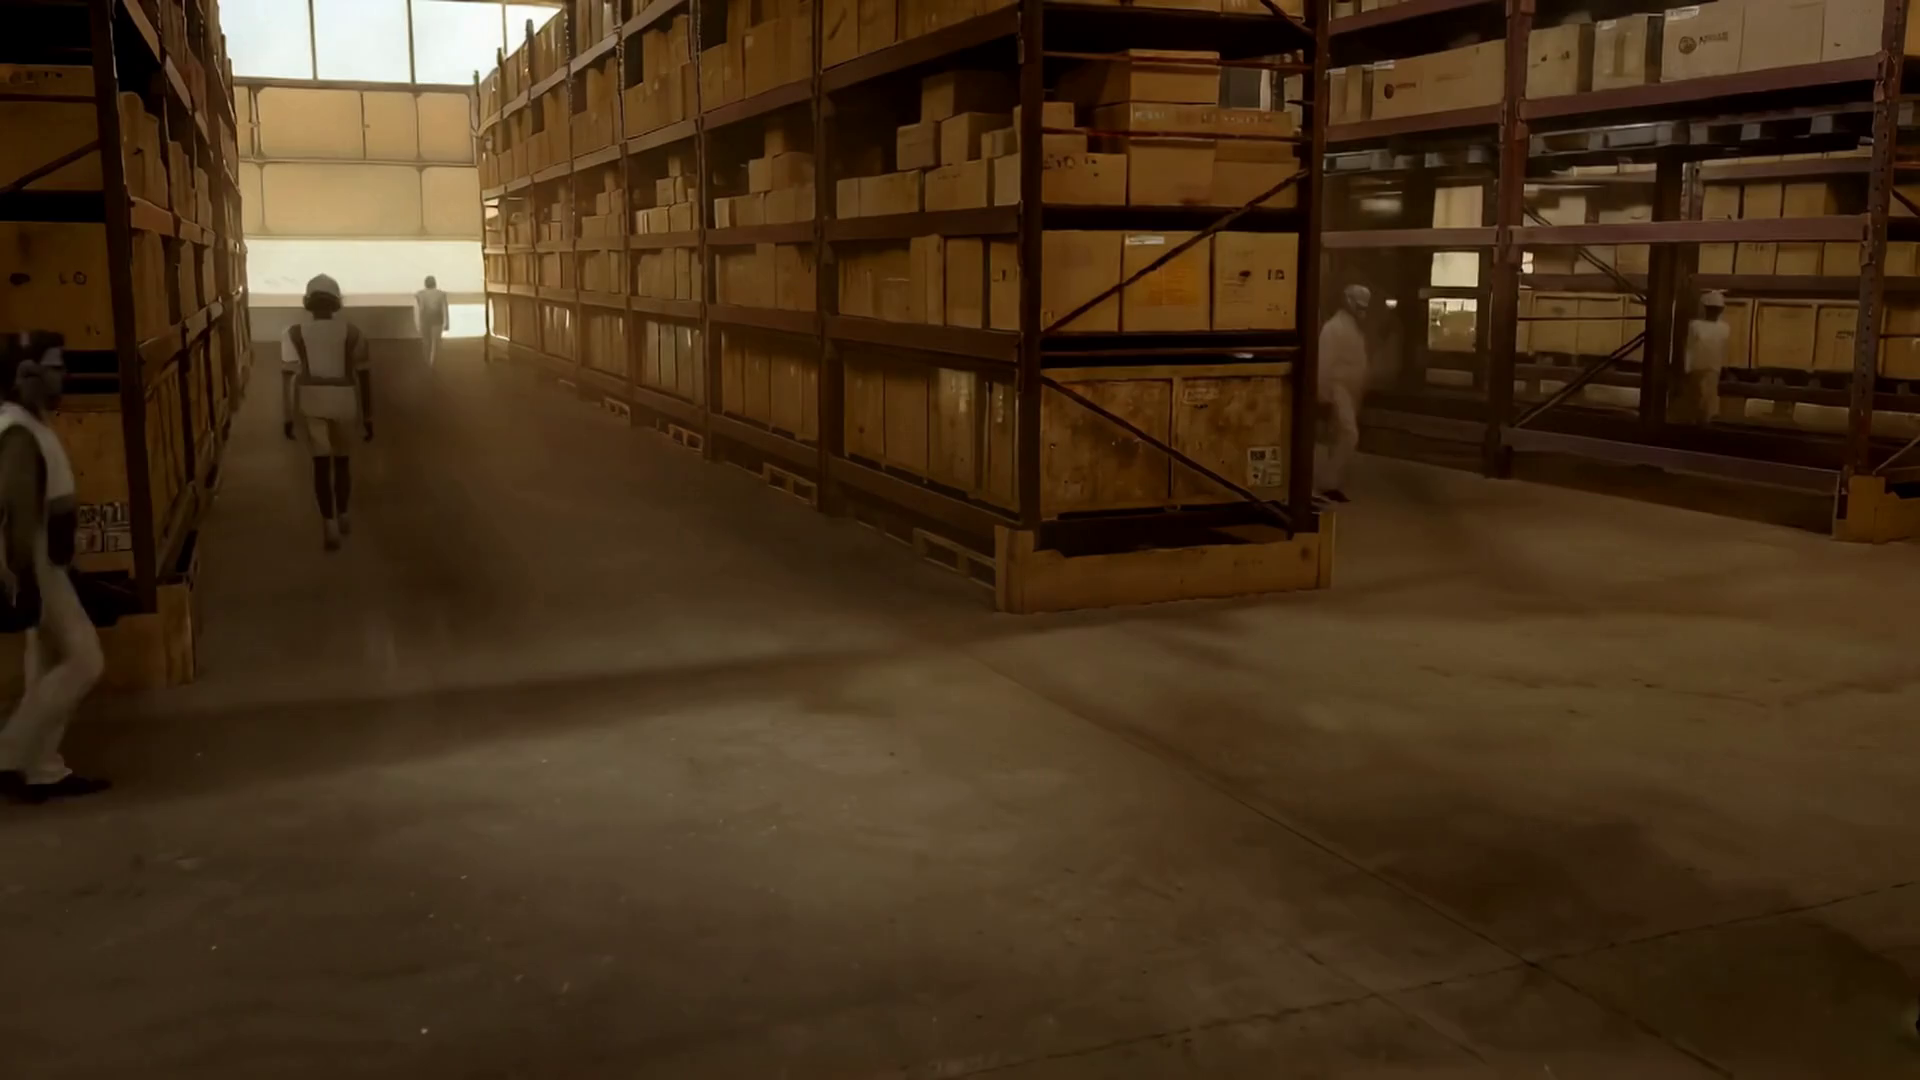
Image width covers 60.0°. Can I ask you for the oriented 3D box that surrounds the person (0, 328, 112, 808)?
[{"bbox_3d":[-3.489,0.121,6.294,0.432,1.831,0.578,-6,11,-32],"label":"person"}]

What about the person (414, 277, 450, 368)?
[{"bbox_3d":[-10.452,-4.319,32.988,0.644,1.786,0.972,-2,10,-10],"label":"person"}]

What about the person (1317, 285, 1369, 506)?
[{"bbox_3d":[3.249,-1.219,14.140,0.485,1.879,0.680,5,11,26],"label":"person"}]

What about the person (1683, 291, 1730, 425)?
[{"bbox_3d":[8.397,-1.911,18.678,0.542,1.750,0.367,-2,10,-11],"label":"person"}]

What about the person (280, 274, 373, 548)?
[{"bbox_3d":[-4.667,-0.955,12.266,0.623,1.994,1.032,-4,10,-22],"label":"person"}]
